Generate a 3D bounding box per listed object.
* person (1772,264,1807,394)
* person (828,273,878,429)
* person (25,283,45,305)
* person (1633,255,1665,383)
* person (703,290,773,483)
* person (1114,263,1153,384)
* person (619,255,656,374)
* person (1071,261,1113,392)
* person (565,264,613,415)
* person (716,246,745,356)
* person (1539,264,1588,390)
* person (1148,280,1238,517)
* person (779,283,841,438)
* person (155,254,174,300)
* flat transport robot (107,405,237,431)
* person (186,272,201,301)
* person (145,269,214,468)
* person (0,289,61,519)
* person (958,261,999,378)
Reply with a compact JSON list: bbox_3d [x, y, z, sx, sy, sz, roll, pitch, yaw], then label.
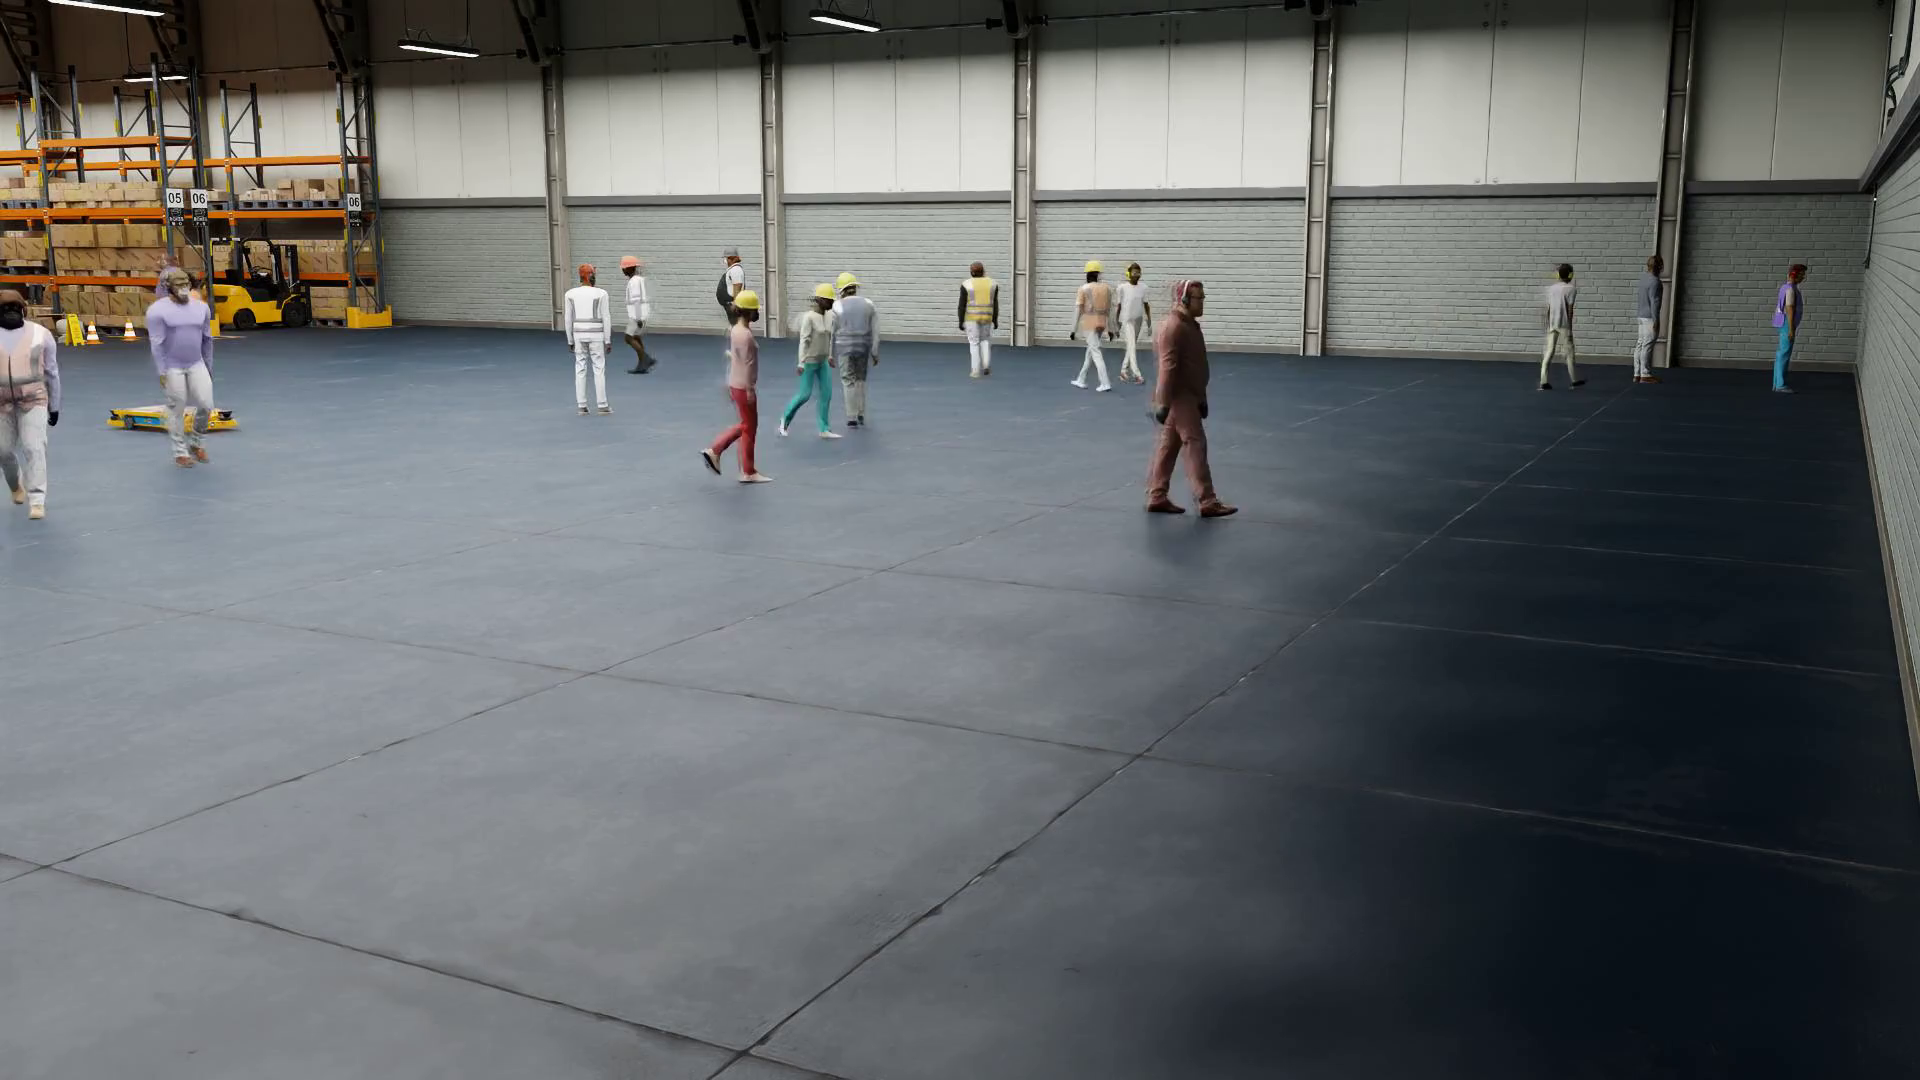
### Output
[{"bbox_3d":[11.797,-3.010,23.710,0.390,1.838,0.562,4,11,19],"label":"person"},{"bbox_3d":[-1.287,-2.208,19.422,0.606,1.803,0.658,-4,11,-20],"label":"person"},{"bbox_3d":[-24.781,-6.872,44.567,0.391,1.919,0.582,5,12,25],"label":"person"},{"bbox_3d":[10.501,-3.354,25.309,0.361,1.938,0.635,1,10,4],"label":"person"},{"bbox_3d":[-2.012,-1.378,15.050,0.511,1.758,0.525,-3,11,-15],"label":"person"},{"bbox_3d":[2.648,-3.309,25.400,0.538,1.827,0.967,-4,11,-20],"label":"person"},{"bbox_3d":[-5.244,-3.615,26.794,0.450,1.917,0.562,-1,10,-3],"label":"person"},{"bbox_3d":[1.913,-3.096,24.080,0.606,1.873,0.986,-7,13,-35],"label":"person"},{"bbox_3d":[-4.643,-2.502,20.814,0.574,1.885,0.358,1,10,8],"label":"person"},{"bbox_3d":[-4.276,-4.457,31.046,0.537,2.000,0.689,-2,11,-9],"label":"person"},{"bbox_3d":[8.812,-3.100,24.258,0.946,1.821,0.524,-7,13,-34],"label":"person"},{"bbox_3d":[1.904,-1.117,13.264,0.877,1.873,0.679,4,11,20],"label":"person"},{"bbox_3d":[-1.664,-1.981,18.453,0.693,1.728,0.546,7,12,32],"label":"person"},{"bbox_3d":[-15.174,-4.552,31.963,0.620,1.892,0.660,-4,11,-19],"label":"person"},{"bbox_3d":[-9.174,-1.424,19.340,1.431,0.197,0.652,6,12,28],"label":"flat transport robot"},{"bbox_3d":[-12.066,-3.325,25.875,0.752,1.661,0.546,3,11,15],"label":"person"},{"bbox_3d":[-7.484,-1.643,16.042,0.459,1.924,0.636,9,14,41],"label":"person"},{"bbox_3d":[-7.530,-1.092,13.298,0.639,1.821,0.627,-5,11,-23],"label":"person"},{"bbox_3d":[0.280,-3.478,26.281,0.657,1.828,0.455,-4,11,-20],"label":"person"}]
